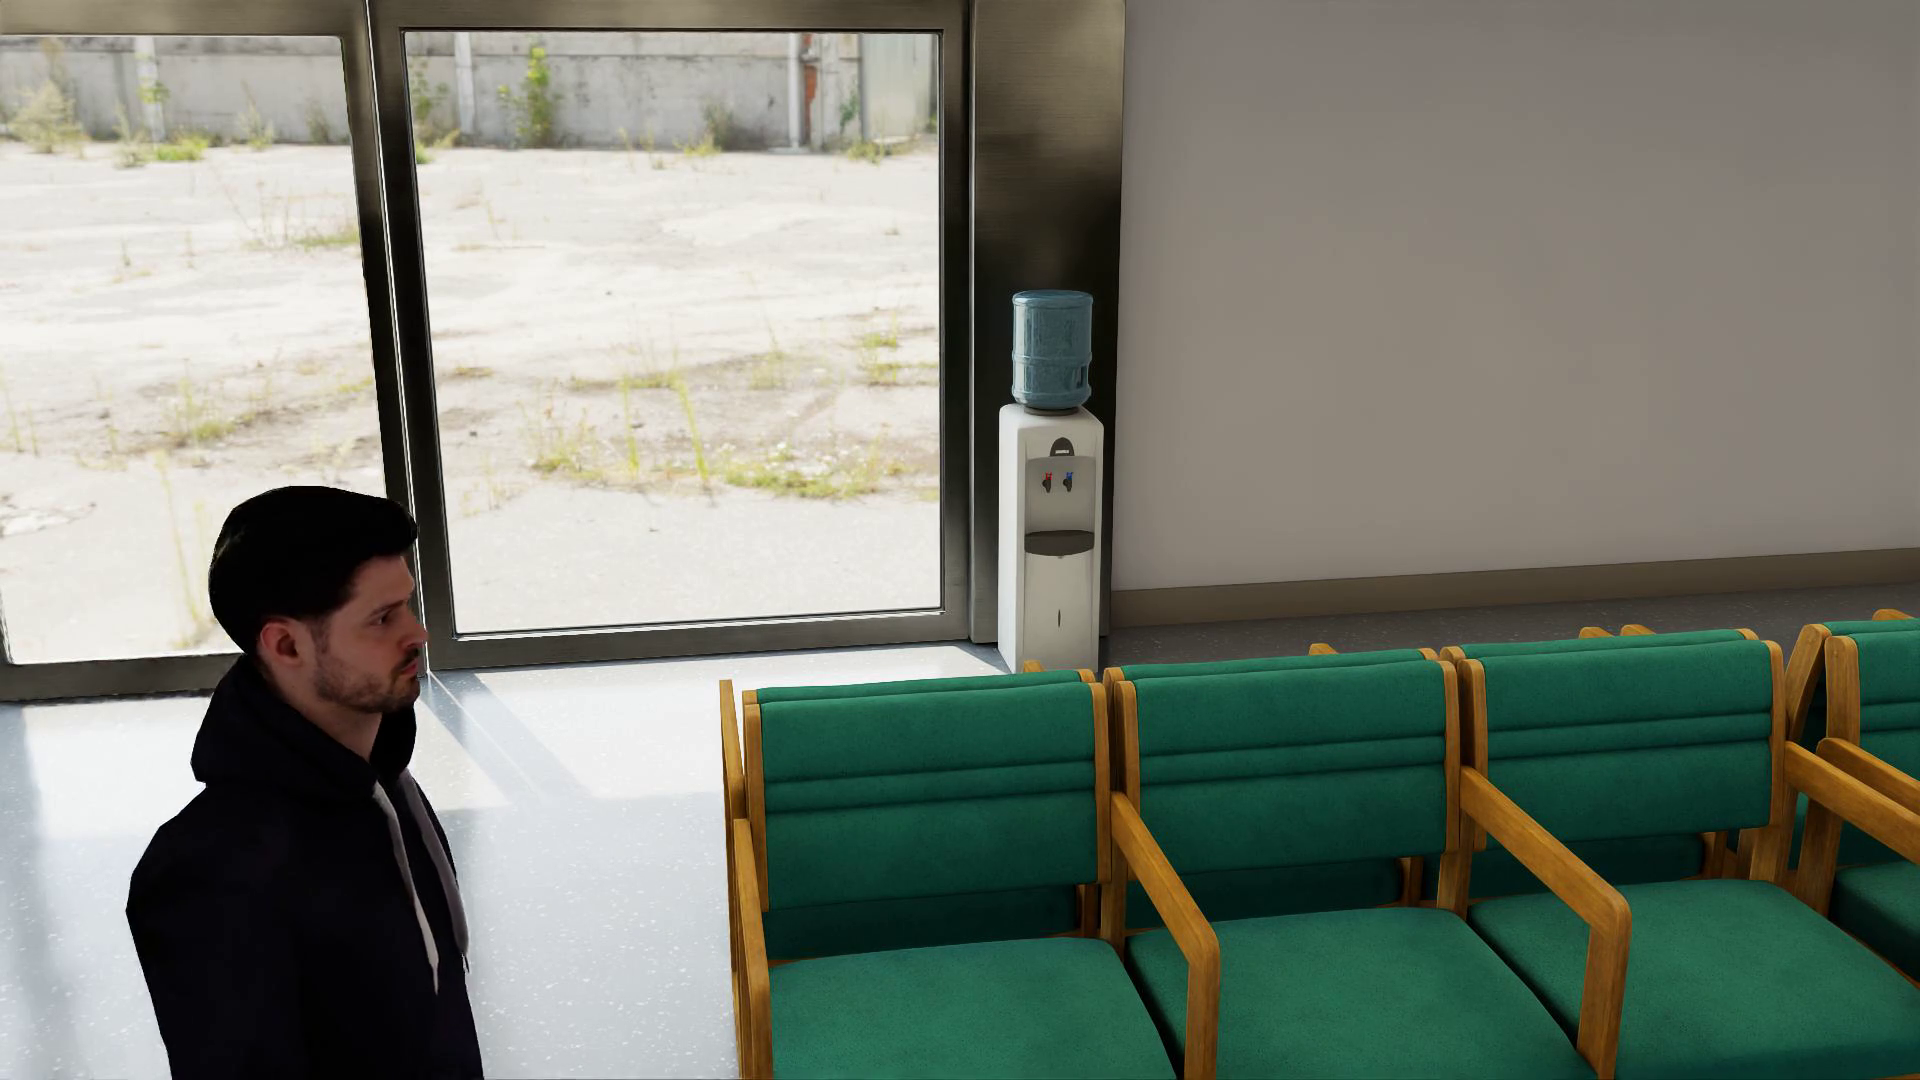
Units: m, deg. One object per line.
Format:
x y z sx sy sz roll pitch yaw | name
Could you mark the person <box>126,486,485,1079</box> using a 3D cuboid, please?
-0.868 0.858 2.038 0.901 1.857 1.205 0 16 1 | person
